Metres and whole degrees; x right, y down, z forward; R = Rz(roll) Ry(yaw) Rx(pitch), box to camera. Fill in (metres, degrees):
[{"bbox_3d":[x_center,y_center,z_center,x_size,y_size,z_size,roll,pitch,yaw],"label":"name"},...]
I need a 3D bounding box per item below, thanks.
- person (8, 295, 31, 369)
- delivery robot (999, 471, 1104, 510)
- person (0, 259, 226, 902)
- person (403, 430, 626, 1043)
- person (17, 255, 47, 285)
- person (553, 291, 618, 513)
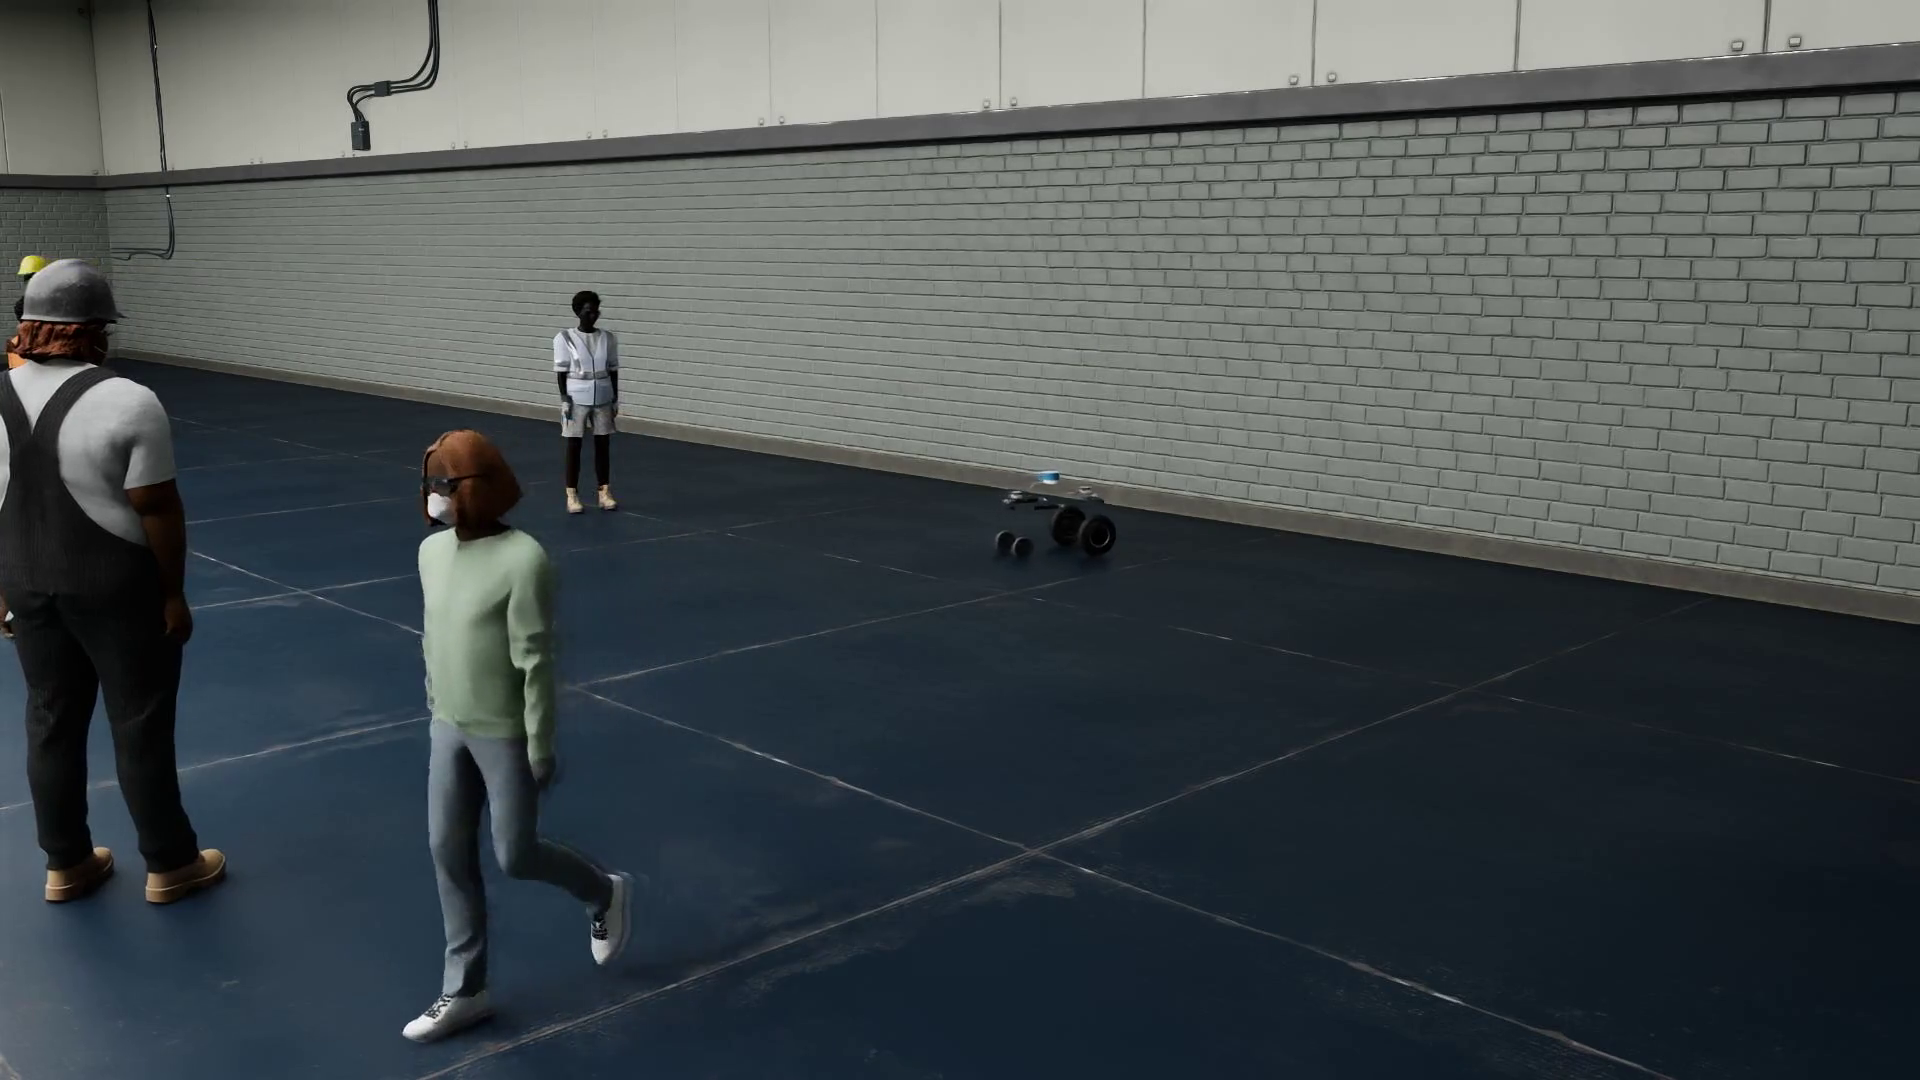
[{"bbox_3d":[-6.614,-0.920,11.984,0.538,1.696,0.317,7,13,35],"label":"person"},{"bbox_3d":[0.616,-0.347,11.128,0.698,0.223,0.335,-5,11,-23],"label":"delivery robot"},{"bbox_3d":[-2.746,0.153,5.311,0.680,2.000,0.536,1,10,7],"label":"person"},{"bbox_3d":[-1.228,0.496,4.489,0.509,1.610,0.629,7,13,34],"label":"person"},{"bbox_3d":[-9.299,-1.917,16.858,0.598,1.907,0.566,7,13,35],"label":"person"},{"bbox_3d":[-2.857,-1.062,12.779,0.530,1.695,0.319,-7,12,-33],"label":"person"}]
